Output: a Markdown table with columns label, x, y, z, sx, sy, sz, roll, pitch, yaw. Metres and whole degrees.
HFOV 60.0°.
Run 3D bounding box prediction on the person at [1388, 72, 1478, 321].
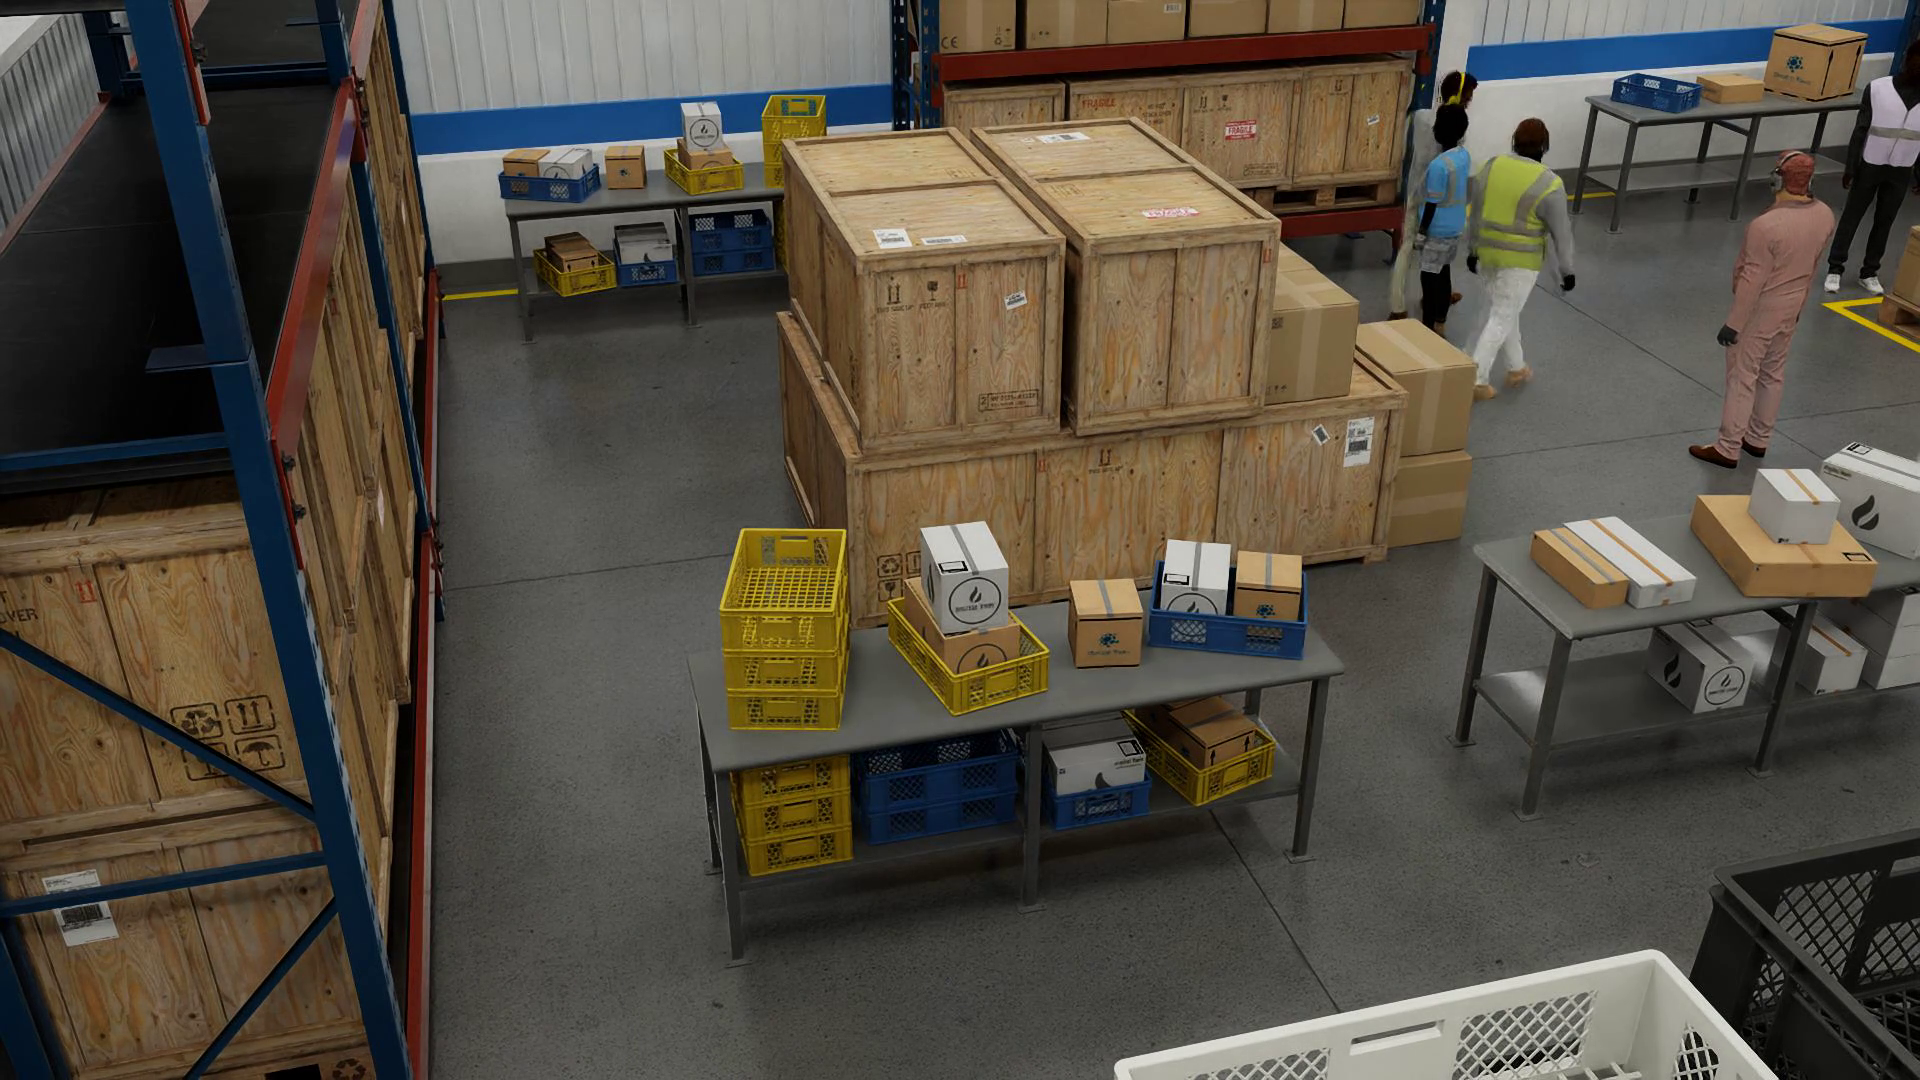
| label | x | y | z | sx | sy | sz | roll | pitch | yaw |
| --- | --- | --- | --- | --- | --- | --- | --- | --- | --- |
| person | 3.444 | -2.469 | 11.978 | 0.820 | 1.820 | 0.489 | -24 | 37 | -37 |

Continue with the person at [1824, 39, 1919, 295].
| label | x | y | z | sx | sy | sz | roll | pitch | yaw |
| --- | --- | --- | --- | --- | --- | --- | --- | --- | --- |
| person | 6.946 | -2.799 | 12.476 | 0.587 | 1.916 | 0.390 | 5 | 29 | 10 |

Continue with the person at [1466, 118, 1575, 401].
| label | x | y | z | sx | sy | sz | roll | pitch | yaw |
| --- | --- | --- | --- | --- | --- | --- | --- | --- | --- |
| person | 3.569 | -1.798 | 10.780 | 0.783 | 1.800 | 0.731 | -15 | 32 | -25 |

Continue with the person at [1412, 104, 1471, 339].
| label | x | y | z | sx | sy | sz | roll | pitch | yaw |
| --- | --- | --- | --- | --- | --- | --- | --- | --- | --- |
| person | 3.331 | -2.168 | 11.561 | 0.319 | 1.694 | 0.538 | 18 | 34 | 29 |

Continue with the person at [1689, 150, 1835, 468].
| label | x | y | z | sx | sy | sz | roll | pitch | yaw |
| --- | --- | --- | --- | --- | --- | --- | --- | --- | --- |
| person | 4.756 | -1.361 | 9.878 | 0.652 | 1.904 | 0.402 | -15 | 32 | -26 |
